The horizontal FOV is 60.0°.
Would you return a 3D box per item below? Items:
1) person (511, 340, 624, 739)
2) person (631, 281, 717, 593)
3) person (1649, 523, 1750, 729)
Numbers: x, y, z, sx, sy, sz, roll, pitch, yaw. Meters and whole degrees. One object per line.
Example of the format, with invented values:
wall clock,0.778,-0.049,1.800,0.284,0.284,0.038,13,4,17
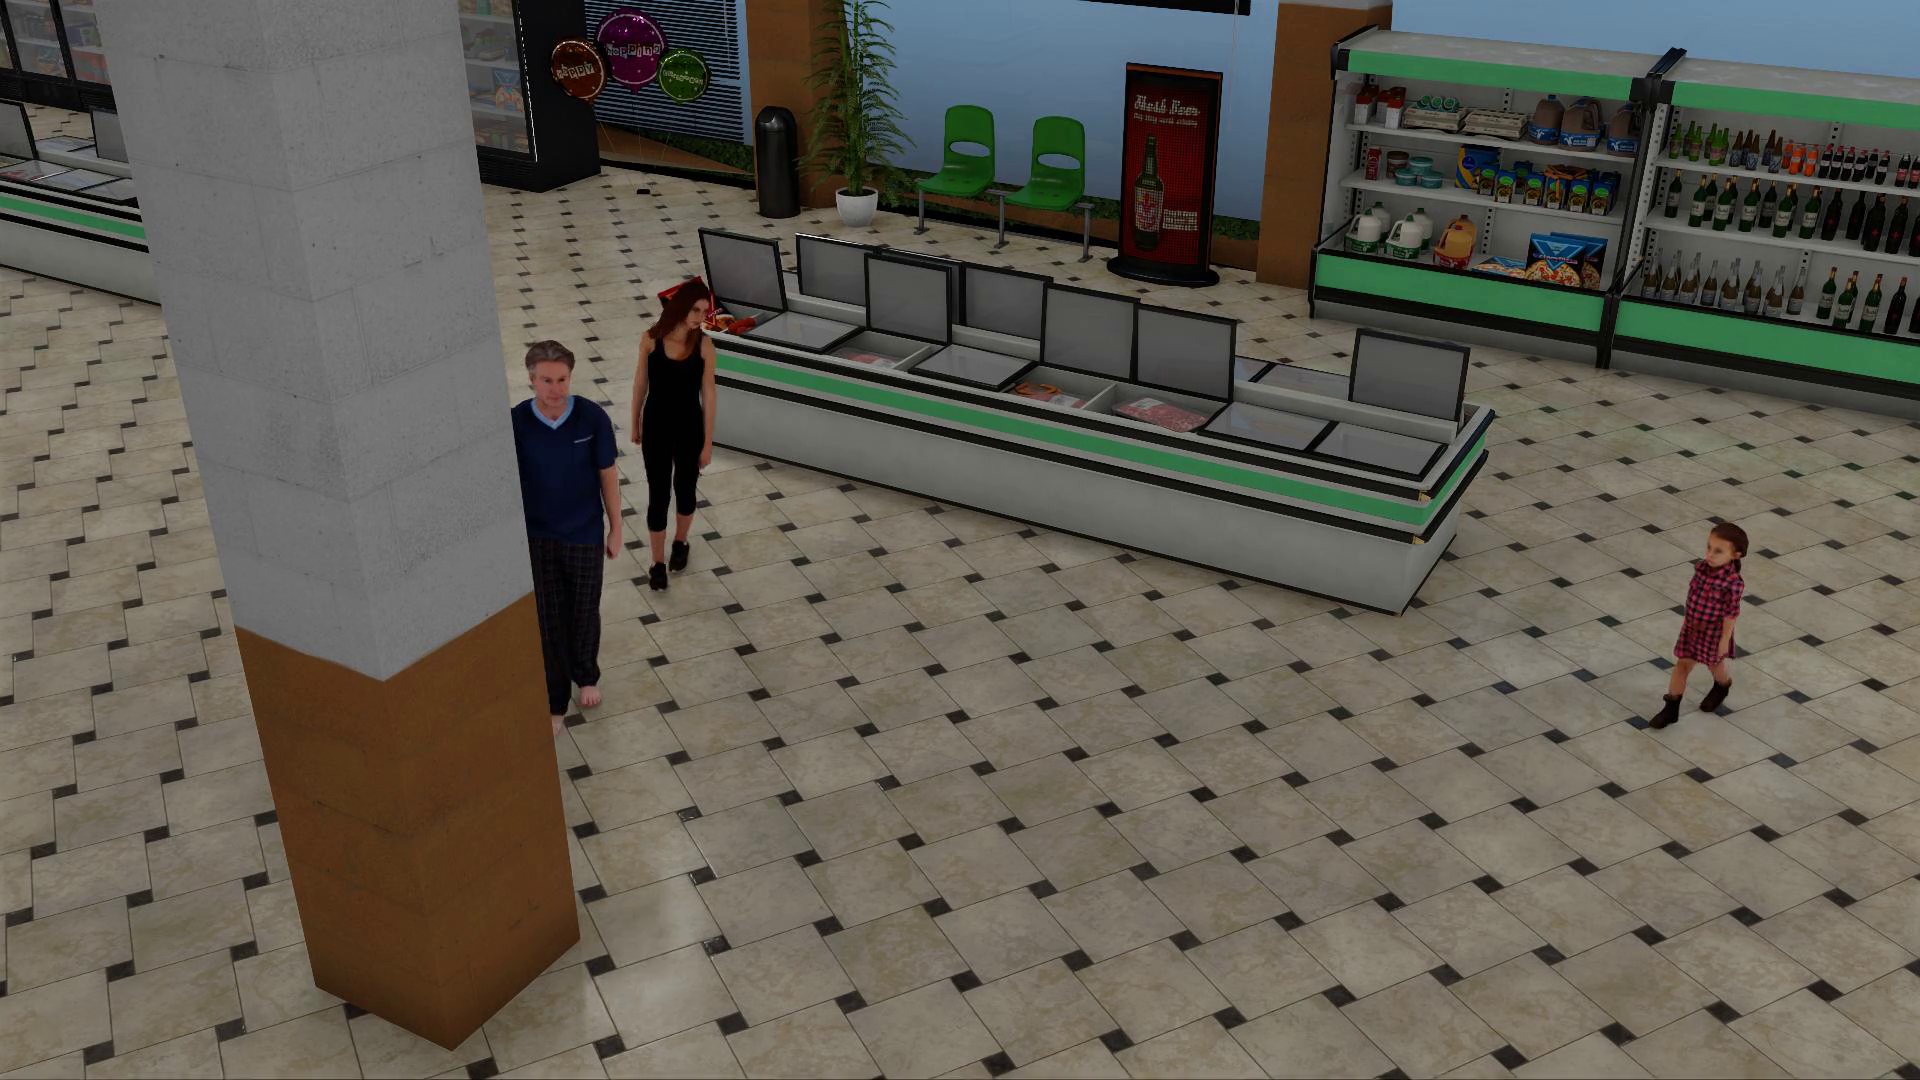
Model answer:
person,-1.826,-0.064,7.640,0.902,1.852,0.962,-7,28,-14
person,-1.524,-0.579,8.848,0.885,1.677,0.928,2,27,5
person,3.491,0.386,7.681,0.693,1.012,0.730,-16,31,-28
